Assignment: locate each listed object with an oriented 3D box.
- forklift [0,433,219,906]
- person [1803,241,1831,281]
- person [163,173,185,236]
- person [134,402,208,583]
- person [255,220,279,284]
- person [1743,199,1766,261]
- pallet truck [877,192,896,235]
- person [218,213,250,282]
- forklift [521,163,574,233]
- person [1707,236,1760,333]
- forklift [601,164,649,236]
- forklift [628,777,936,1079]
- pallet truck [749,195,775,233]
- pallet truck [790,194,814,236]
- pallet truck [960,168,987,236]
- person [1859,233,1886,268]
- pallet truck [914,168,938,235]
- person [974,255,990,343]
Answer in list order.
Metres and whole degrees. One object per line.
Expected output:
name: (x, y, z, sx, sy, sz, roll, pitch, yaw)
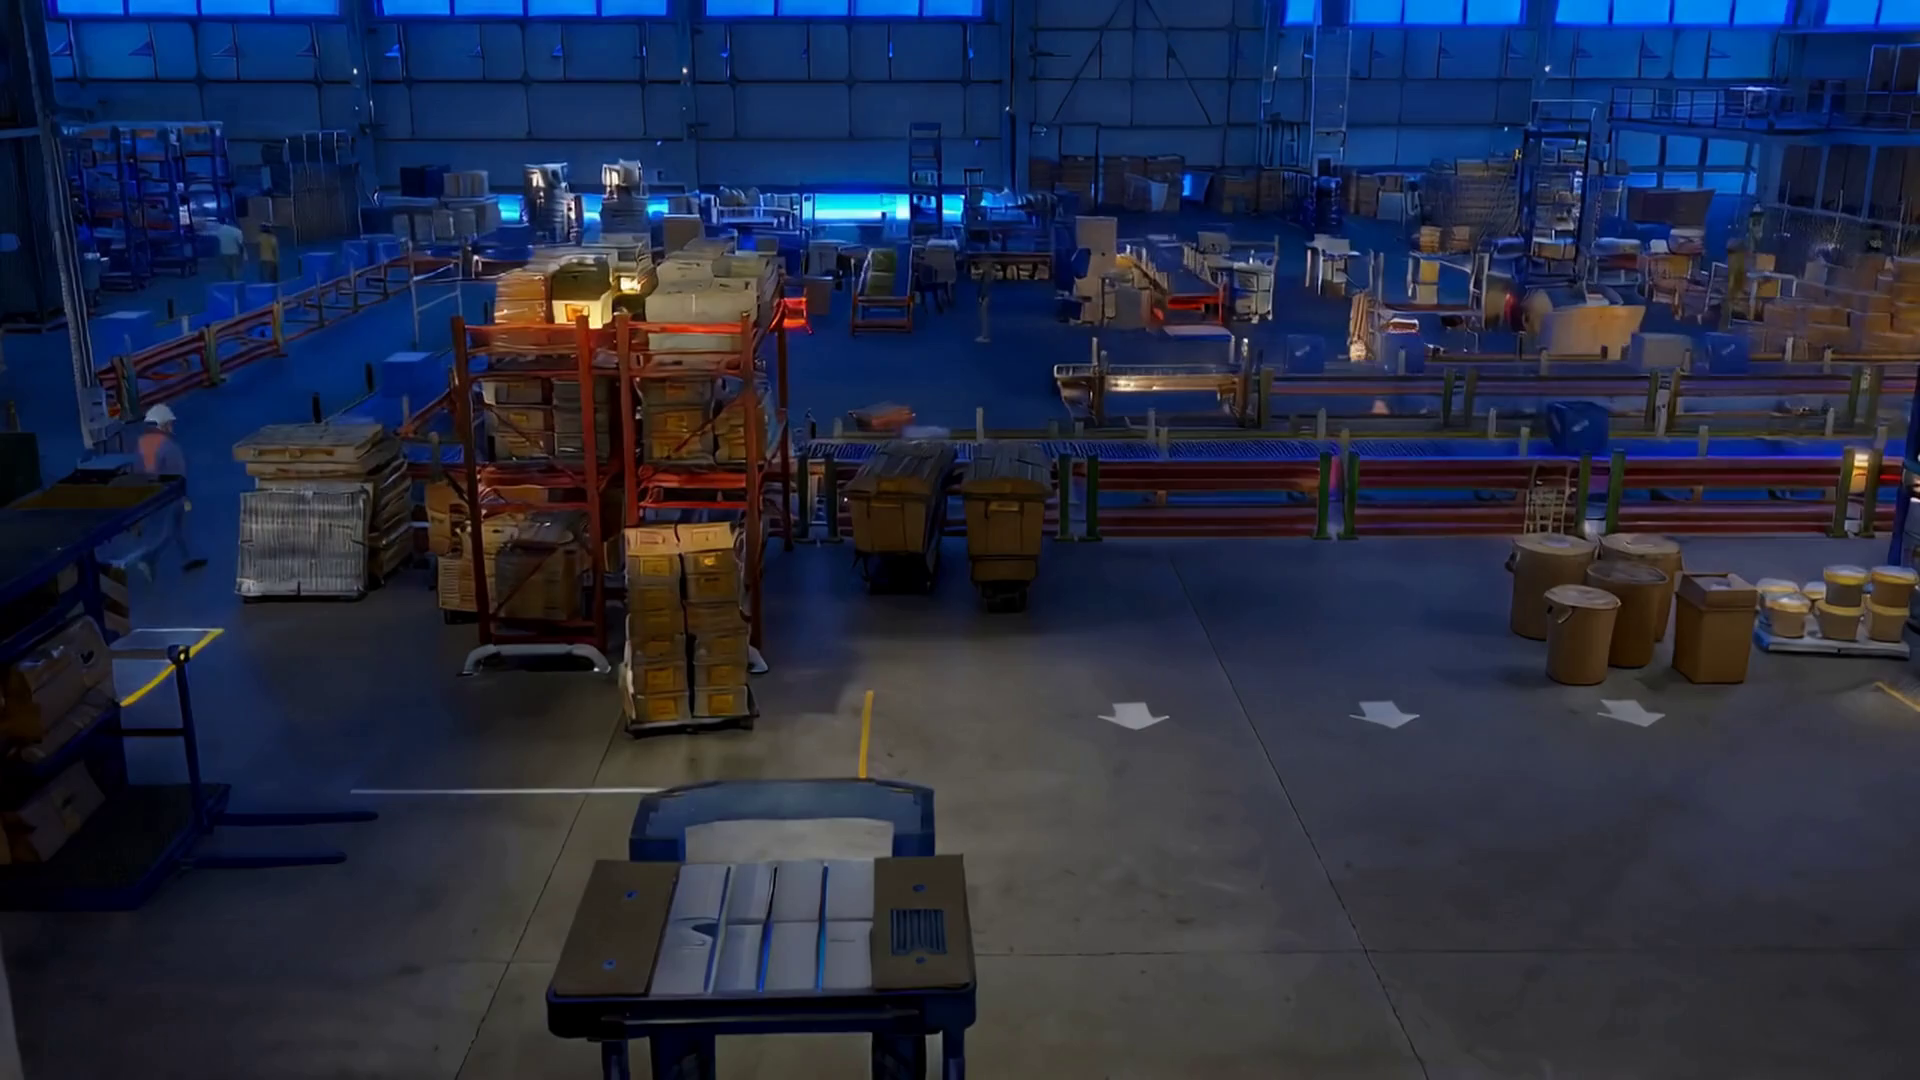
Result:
forklift: (-5.952, 0.780, 10.366, 1.873, 2.768, 1.129, 0, 16, -1)
person: (15.299, -4.355, 29.830, 0.426, 1.982, 0.626, -3, 16, -10)
person: (-22.809, -9.686, 48.320, 0.608, 1.995, 0.377, 1, 16, 5)
person: (-7.989, -0.478, 16.652, 0.601, 1.811, 0.772, 10, 19, 32)
person: (-15.089, -6.078, 36.219, 0.531, 1.745, 0.644, 2, 16, 6)
person: (20.120, -7.754, 42.104, 0.493, 1.711, 0.810, 0, 16, -2)
pallet truck: (-2.277, -9.986, 50.594, 0.653, 1.274, 1.630, 0, 16, -1)
person: (-16.082, -6.308, 36.883, 0.580, 1.829, 0.540, 3, 16, 9)
forklift: (-12.233, -10.122, 49.298, 1.157, 1.987, 2.680, 0, 16, -1)
person: (14.725, -4.771, 31.428, 0.835, 1.896, 0.587, 11, 19, 33)
forklift: (-9.948, -10.127, 49.296, 1.157, 1.987, 2.680, -1, 16, -3)
forklift: (-0.542, 2.165, 5.552, 1.129, 2.768, 1.873, -1, 16, -2)
pallet truck: (-6.051, -9.967, 50.660, 0.680, 1.201, 1.601, 0, 16, -1)
pallet truck: (-4.814, -9.883, 50.259, 0.704, 1.261, 1.522, -1, 16, -3)
pallet truck: (0.383, -10.230, 50.206, 0.823, 1.965, 1.885, -1, 16, -3)
person: (18.135, -5.235, 33.213, 0.593, 1.803, 0.879, -4, 17, -15)
pallet truck: (-0.989, -10.316, 50.507, 0.823, 1.965, 1.885, 1, 16, 3)
person: (0.402, -4.467, 30.842, 0.283, 1.624, 0.494, -2, 16, -7)
